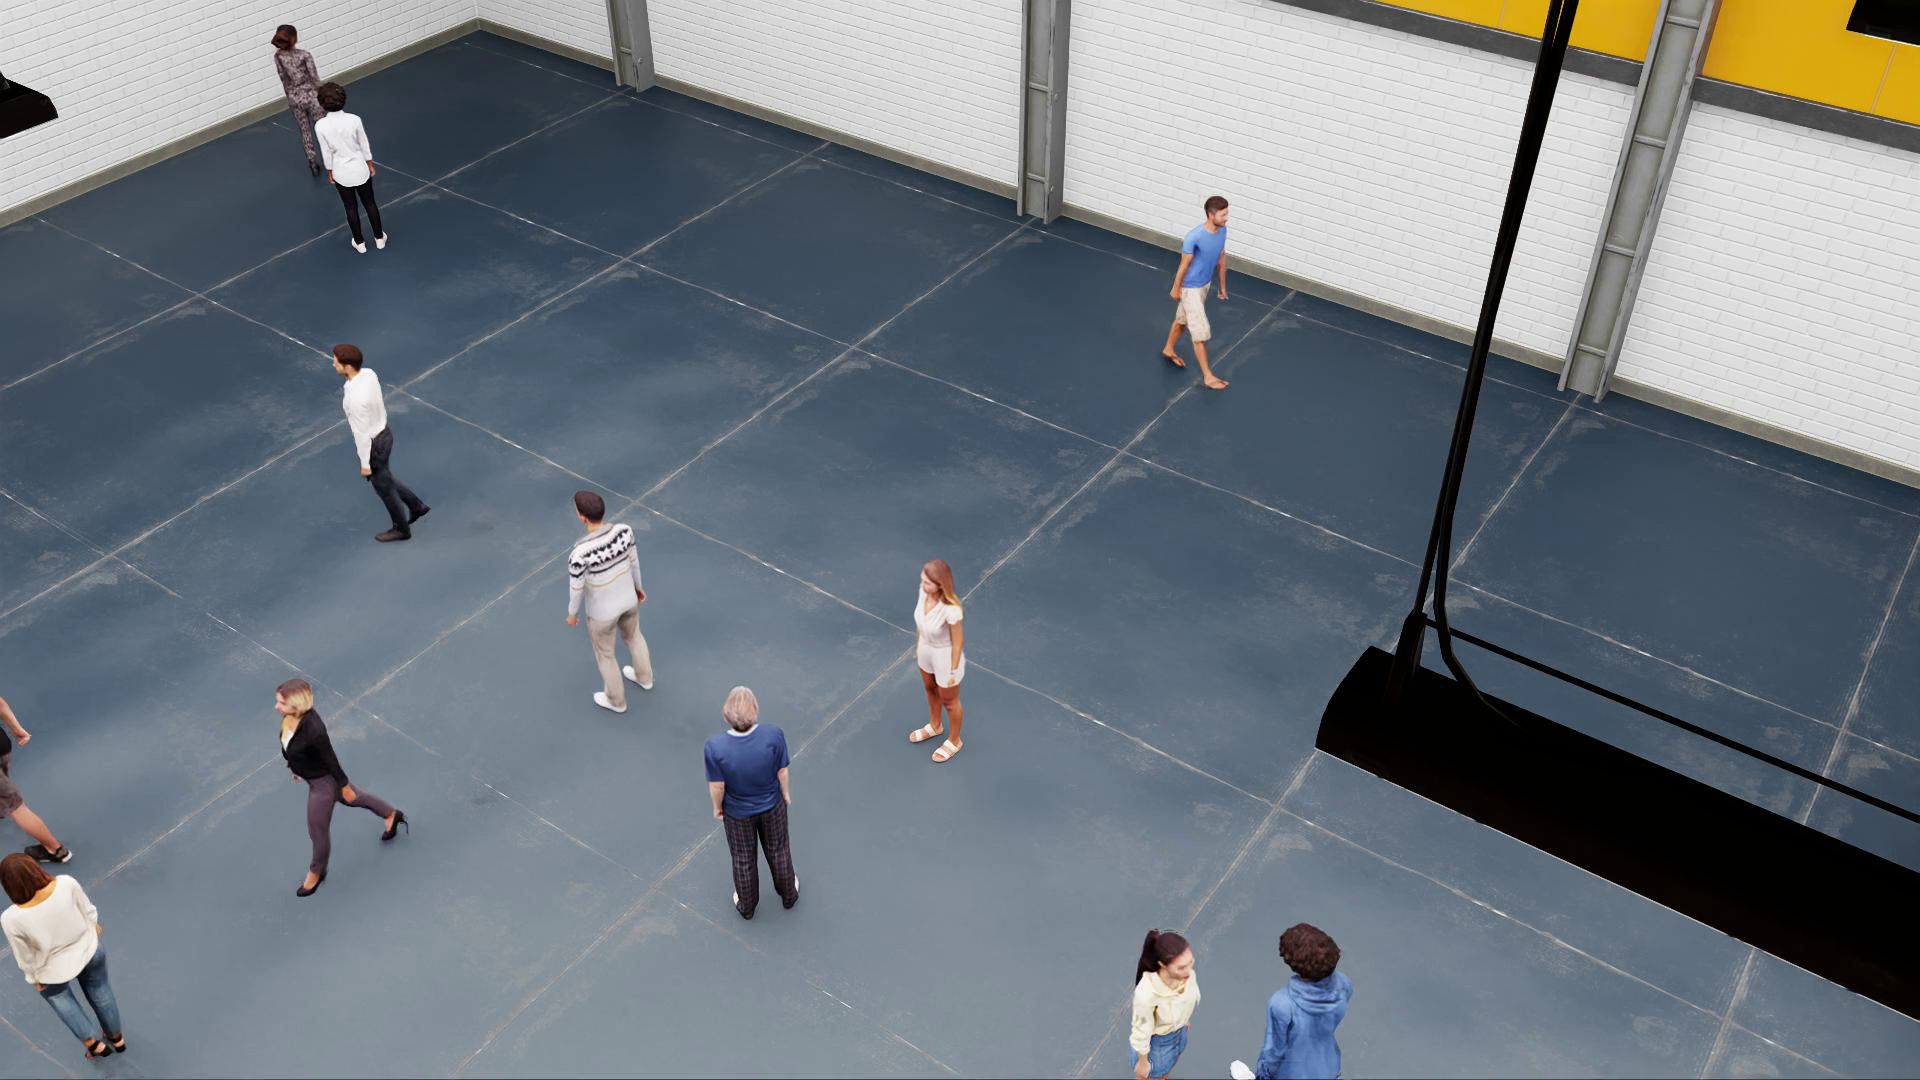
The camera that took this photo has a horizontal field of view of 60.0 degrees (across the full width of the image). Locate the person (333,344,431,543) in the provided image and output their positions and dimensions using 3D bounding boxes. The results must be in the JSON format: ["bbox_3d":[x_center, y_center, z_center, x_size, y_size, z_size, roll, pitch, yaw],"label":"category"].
[{"bbox_3d":[-4.524,-0.759,13.120,0.901,1.861,0.846,-4,39,-5],"label":"person"}]

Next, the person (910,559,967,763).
[{"bbox_3d":[-0.132,0.793,11.310,0.696,1.696,0.589,-25,45,-28],"label":"person"}]

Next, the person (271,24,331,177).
[{"bbox_3d":[-7.232,-4.852,18.361,0.635,1.715,0.721,0,39,0],"label":"person"}]

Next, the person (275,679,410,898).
[{"bbox_3d":[-3.925,1.476,10.512,0.845,1.623,1.040,-28,47,-31],"label":"person"}]

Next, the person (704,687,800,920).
[{"bbox_3d":[-1.259,1.607,10.150,0.730,1.871,0.768,-9,40,-11],"label":"person"}]

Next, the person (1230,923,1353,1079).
[{"bbox_3d":[1.837,2.806,8.734,1.100,1.763,1.211,-12,40,-14],"label":"person"}]

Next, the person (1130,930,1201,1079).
[{"bbox_3d":[1.080,2.663,9.016,0.619,1.636,0.661,28,46,30],"label":"person"}]

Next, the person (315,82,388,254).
[{"bbox_3d":[-6.222,-3.798,16.967,0.727,1.810,0.744,-16,41,-19],"label":"person"}]

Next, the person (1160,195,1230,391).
[{"bbox_3d":[2.062,-2.343,15.135,0.800,1.822,1.204,-29,47,-31],"label":"person"}]

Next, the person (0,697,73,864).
[{"bbox_3d":[-6.081,1.380,10.475,1.240,1.819,0.969,9,40,12],"label":"person"}]

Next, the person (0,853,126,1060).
[{"bbox_3d":[-4.976,2.380,9.341,0.614,1.673,0.662,31,48,33],"label":"person"}]

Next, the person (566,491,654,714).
[{"bbox_3d":[-2.430,0.456,11.603,0.669,1.856,0.741,30,47,32],"label":"person"}]
